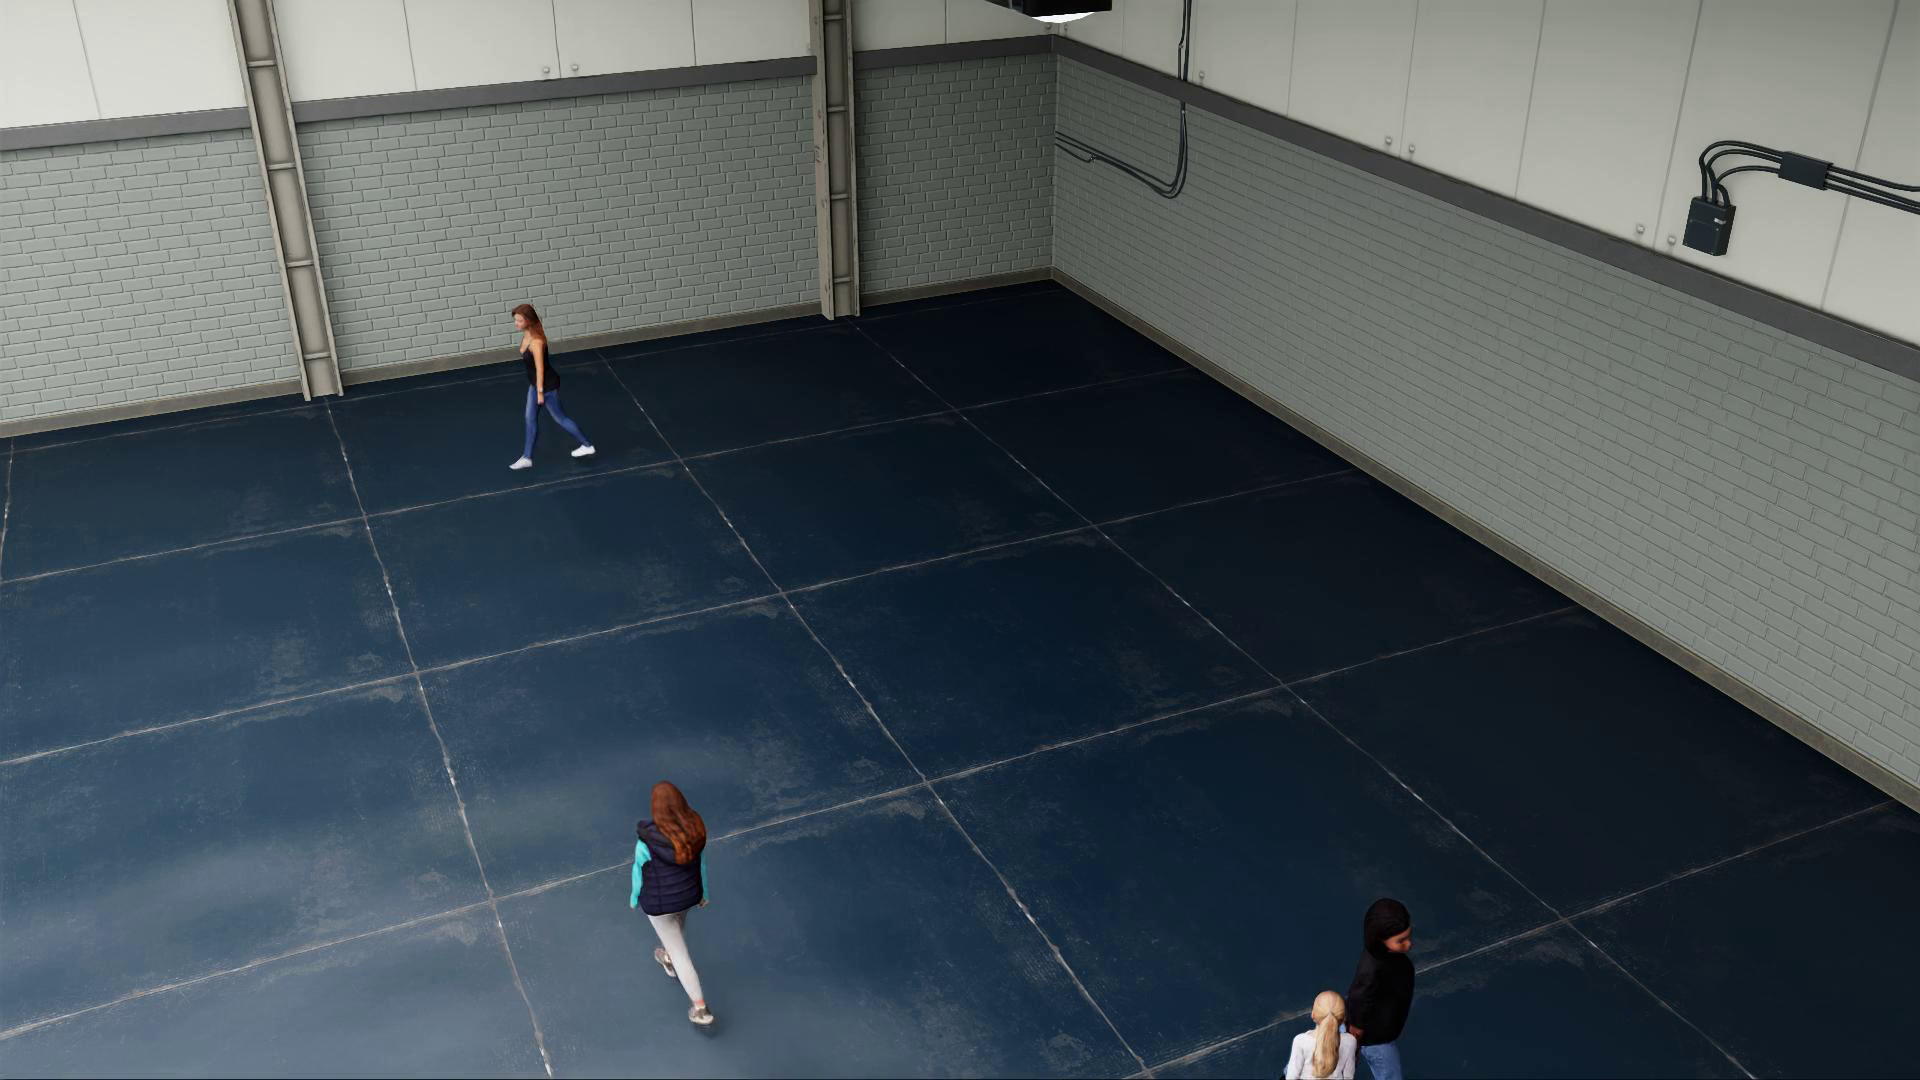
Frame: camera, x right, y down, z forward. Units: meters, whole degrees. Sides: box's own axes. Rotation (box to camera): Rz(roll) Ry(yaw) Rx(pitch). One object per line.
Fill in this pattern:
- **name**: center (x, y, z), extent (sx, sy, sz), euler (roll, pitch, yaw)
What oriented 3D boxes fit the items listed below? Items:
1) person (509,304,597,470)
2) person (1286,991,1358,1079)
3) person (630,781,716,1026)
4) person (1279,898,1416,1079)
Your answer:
- **person**: center (-3.919, -1.480, 15.956), extent (1.103, 1.664, 0.707), euler (-12, 30, -23)
- **person**: center (1.762, 2.738, 8.185), extent (0.528, 1.279, 0.620), euler (-1, 27, -1)
- **person**: center (-1.586, 2.049, 9.319), extent (0.984, 1.466, 0.797), euler (-21, 34, -35)
- **person**: center (1.952, 2.441, 8.344), extent (1.116, 1.662, 1.061), euler (8, 28, 14)
